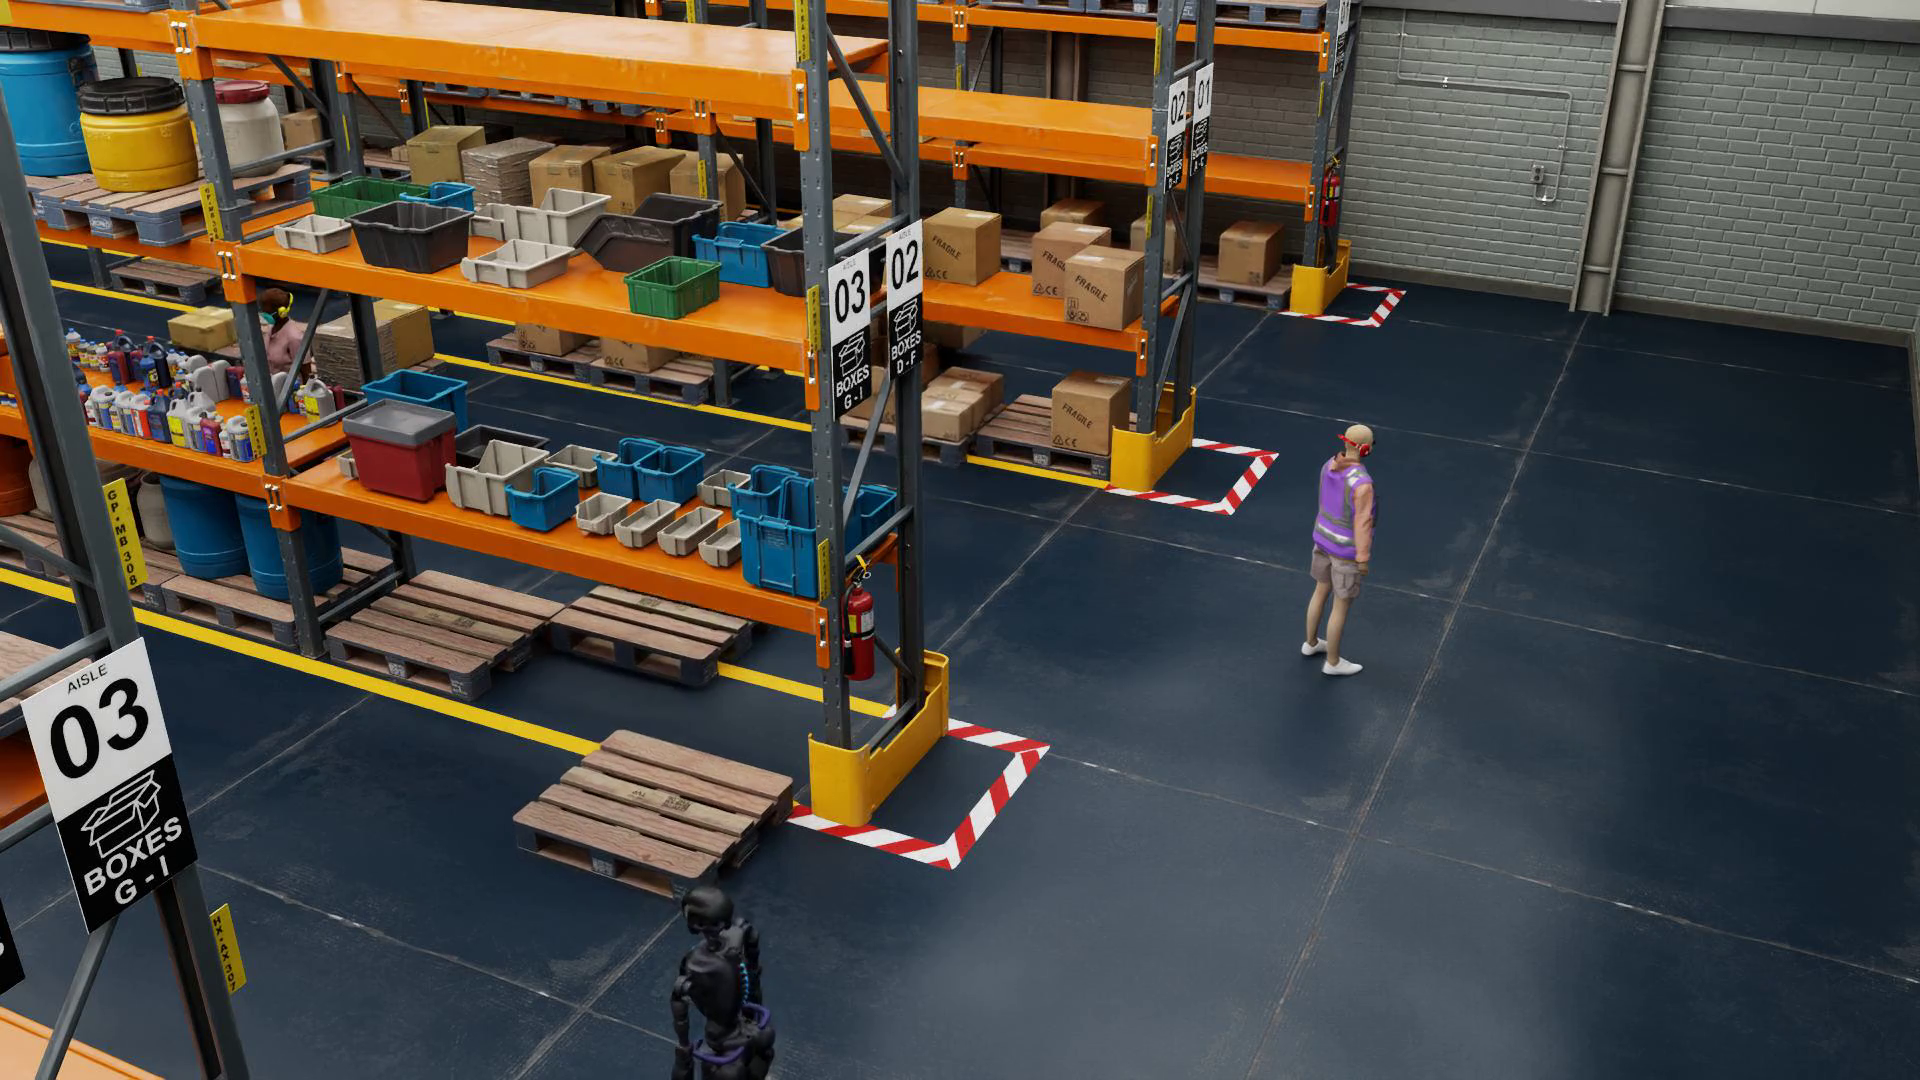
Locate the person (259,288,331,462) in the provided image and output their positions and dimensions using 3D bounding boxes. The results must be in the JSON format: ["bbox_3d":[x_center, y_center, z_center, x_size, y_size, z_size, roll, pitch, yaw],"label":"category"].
[{"bbox_3d":[-5.094,-1.064,12.733,0.525,1.800,0.333,21,33,36],"label":"person"}]

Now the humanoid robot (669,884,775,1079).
[{"bbox_3d":[-0.899,2.058,6.557,0.420,1.636,0.589,12,29,24],"label":"humanoid robot"}]

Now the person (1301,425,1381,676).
[{"bbox_3d":[2.426,0.058,10.588,0.347,1.688,0.491,-10,28,-20],"label":"person"}]
